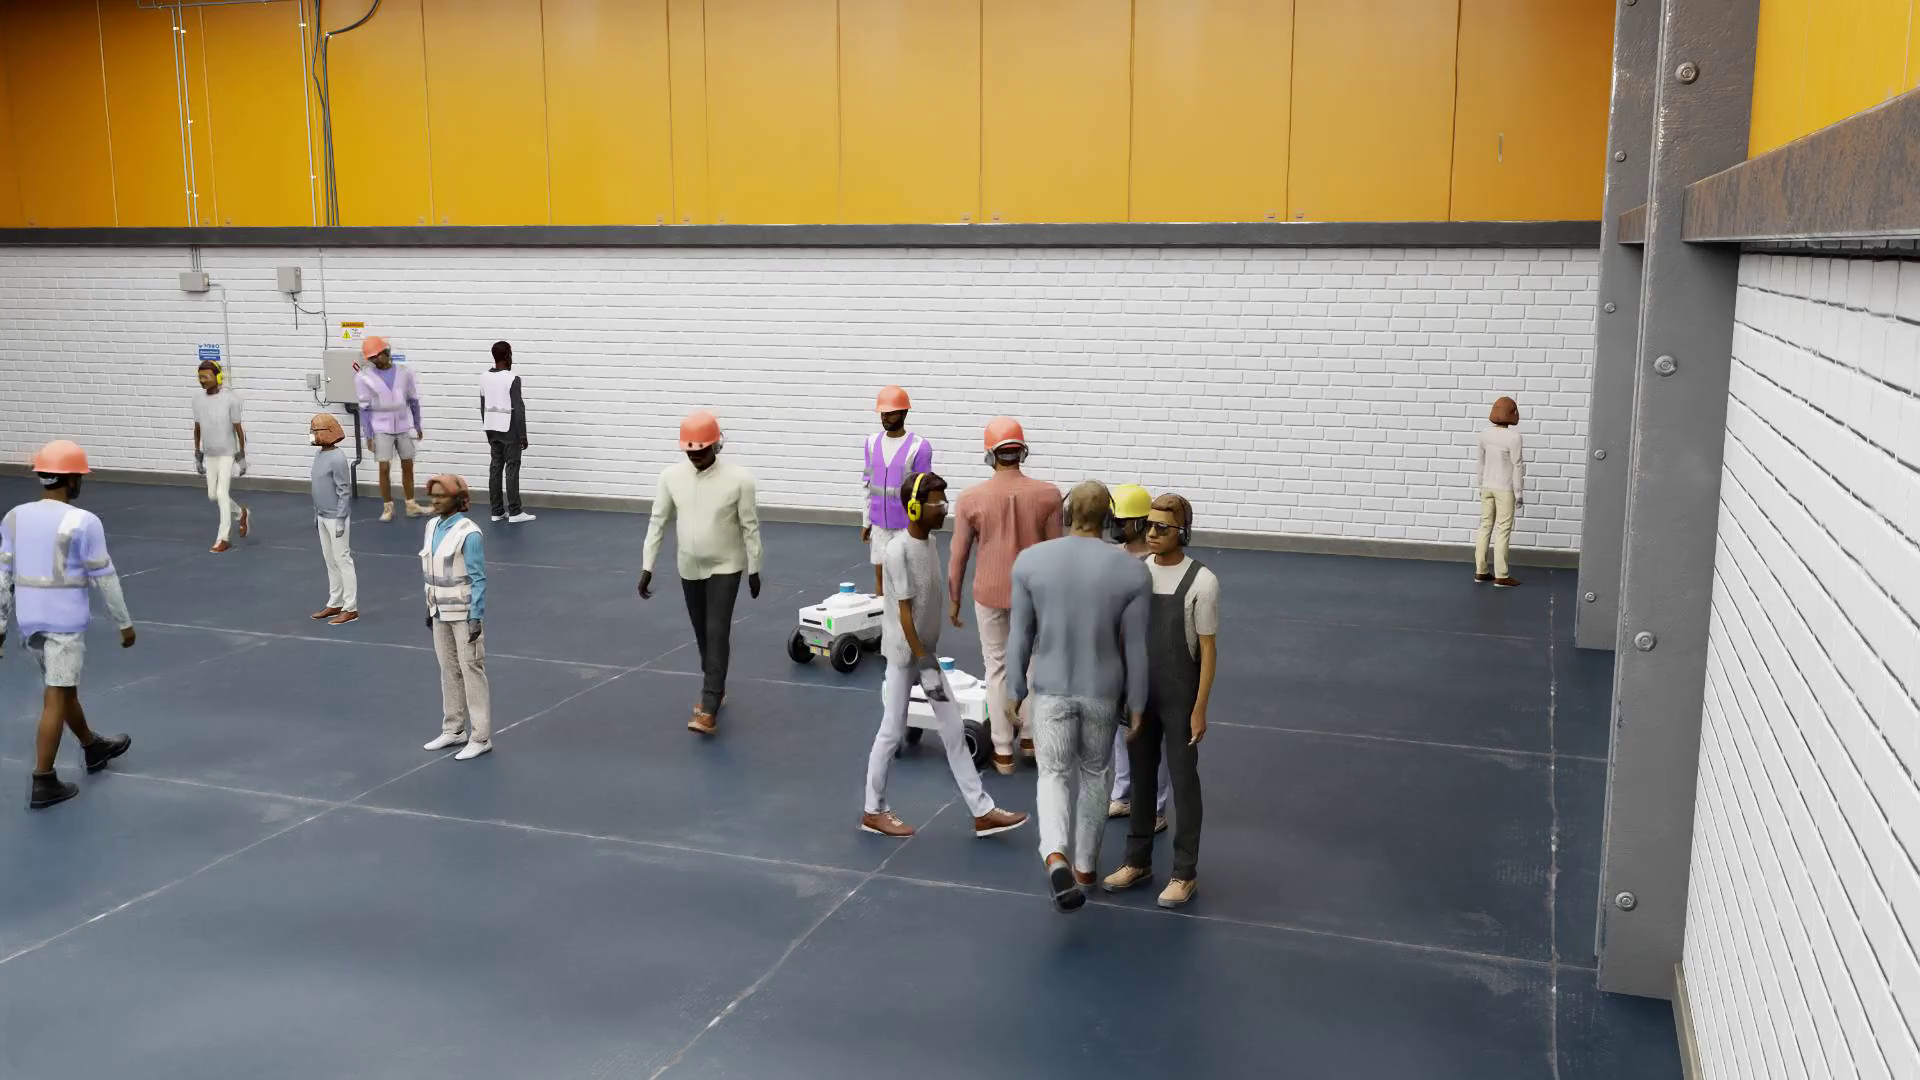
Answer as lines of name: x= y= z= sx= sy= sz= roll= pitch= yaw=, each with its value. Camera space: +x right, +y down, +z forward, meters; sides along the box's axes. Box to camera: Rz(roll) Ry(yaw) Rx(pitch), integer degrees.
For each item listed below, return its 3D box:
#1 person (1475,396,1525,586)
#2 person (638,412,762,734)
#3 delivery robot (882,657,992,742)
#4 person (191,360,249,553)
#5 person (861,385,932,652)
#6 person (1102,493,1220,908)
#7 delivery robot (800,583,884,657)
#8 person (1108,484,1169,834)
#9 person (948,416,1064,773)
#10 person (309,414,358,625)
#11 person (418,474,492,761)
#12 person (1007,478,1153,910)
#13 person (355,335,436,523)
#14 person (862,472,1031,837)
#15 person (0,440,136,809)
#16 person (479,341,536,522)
person: x=4.654 y=-0.419 z=14.318 sx=0.274 sy=1.636 sz=0.507 roll=-5 pitch=11 yaw=-25
person: x=-1.568 y=0.182 z=10.085 sx=0.659 sy=1.929 sz=0.954 roll=3 pitch=10 yaw=14
delivery robot: x=-0.085 y=0.919 z=9.565 sx=0.707 sy=0.478 sz=0.477 roll=4 pitch=11 yaw=24
person: x=-7.115 y=-0.830 z=16.068 sx=0.517 sy=1.848 sz=0.723 roll=1 pitch=10 yaw=7
person: x=-0.468 y=-0.137 z=11.879 sx=0.542 sy=1.939 sz=0.365 roll=5 pitch=11 yaw=25
person: x=0.899 y=0.704 z=7.407 sx=0.508 sy=1.847 sz=0.345 roll=8 pitch=13 yaw=39
delivery robot: x=-0.789 y=0.544 z=11.673 sx=0.477 sy=0.478 sz=0.707 roll=8 pitch=13 yaw=39
person: x=0.846 y=0.595 z=8.242 sx=0.328 sy=1.767 sz=0.532 roll=-6 pitch=12 yaw=-32
person: x=0.249 y=0.293 z=9.323 sx=0.654 sy=1.978 sz=0.573 roll=-1 pitch=10 yaw=-7
person: x=-4.881 y=-0.166 z=12.900 sx=0.284 sy=1.633 sz=0.497 roll=-9 pitch=14 yaw=-42
person: x=-2.888 y=0.431 z=9.516 sx=0.523 sy=1.641 sz=0.306 roll=9 pitch=13 yaw=40
person: x=0.517 y=0.696 z=7.296 sx=0.653 sy=1.906 sz=0.759 roll=1 pitch=10 yaw=6
person: x=-5.954 y=-1.175 z=17.596 sx=0.795 sy=1.987 sz=0.475 roll=-8 pitch=13 yaw=-38
person: x=-0.116 y=0.592 z=8.076 sx=0.883 sy=1.831 sz=0.515 roll=5 pitch=11 yaw=28
person: x=-4.766 y=0.414 z=8.914 sx=0.602 sy=1.887 sz=0.944 roll=2 pitch=10 yaw=14
person: x=-4.823 y=-1.144 z=17.600 sx=0.593 sy=1.921 sz=0.392 roll=6 pitch=12 yaw=30
